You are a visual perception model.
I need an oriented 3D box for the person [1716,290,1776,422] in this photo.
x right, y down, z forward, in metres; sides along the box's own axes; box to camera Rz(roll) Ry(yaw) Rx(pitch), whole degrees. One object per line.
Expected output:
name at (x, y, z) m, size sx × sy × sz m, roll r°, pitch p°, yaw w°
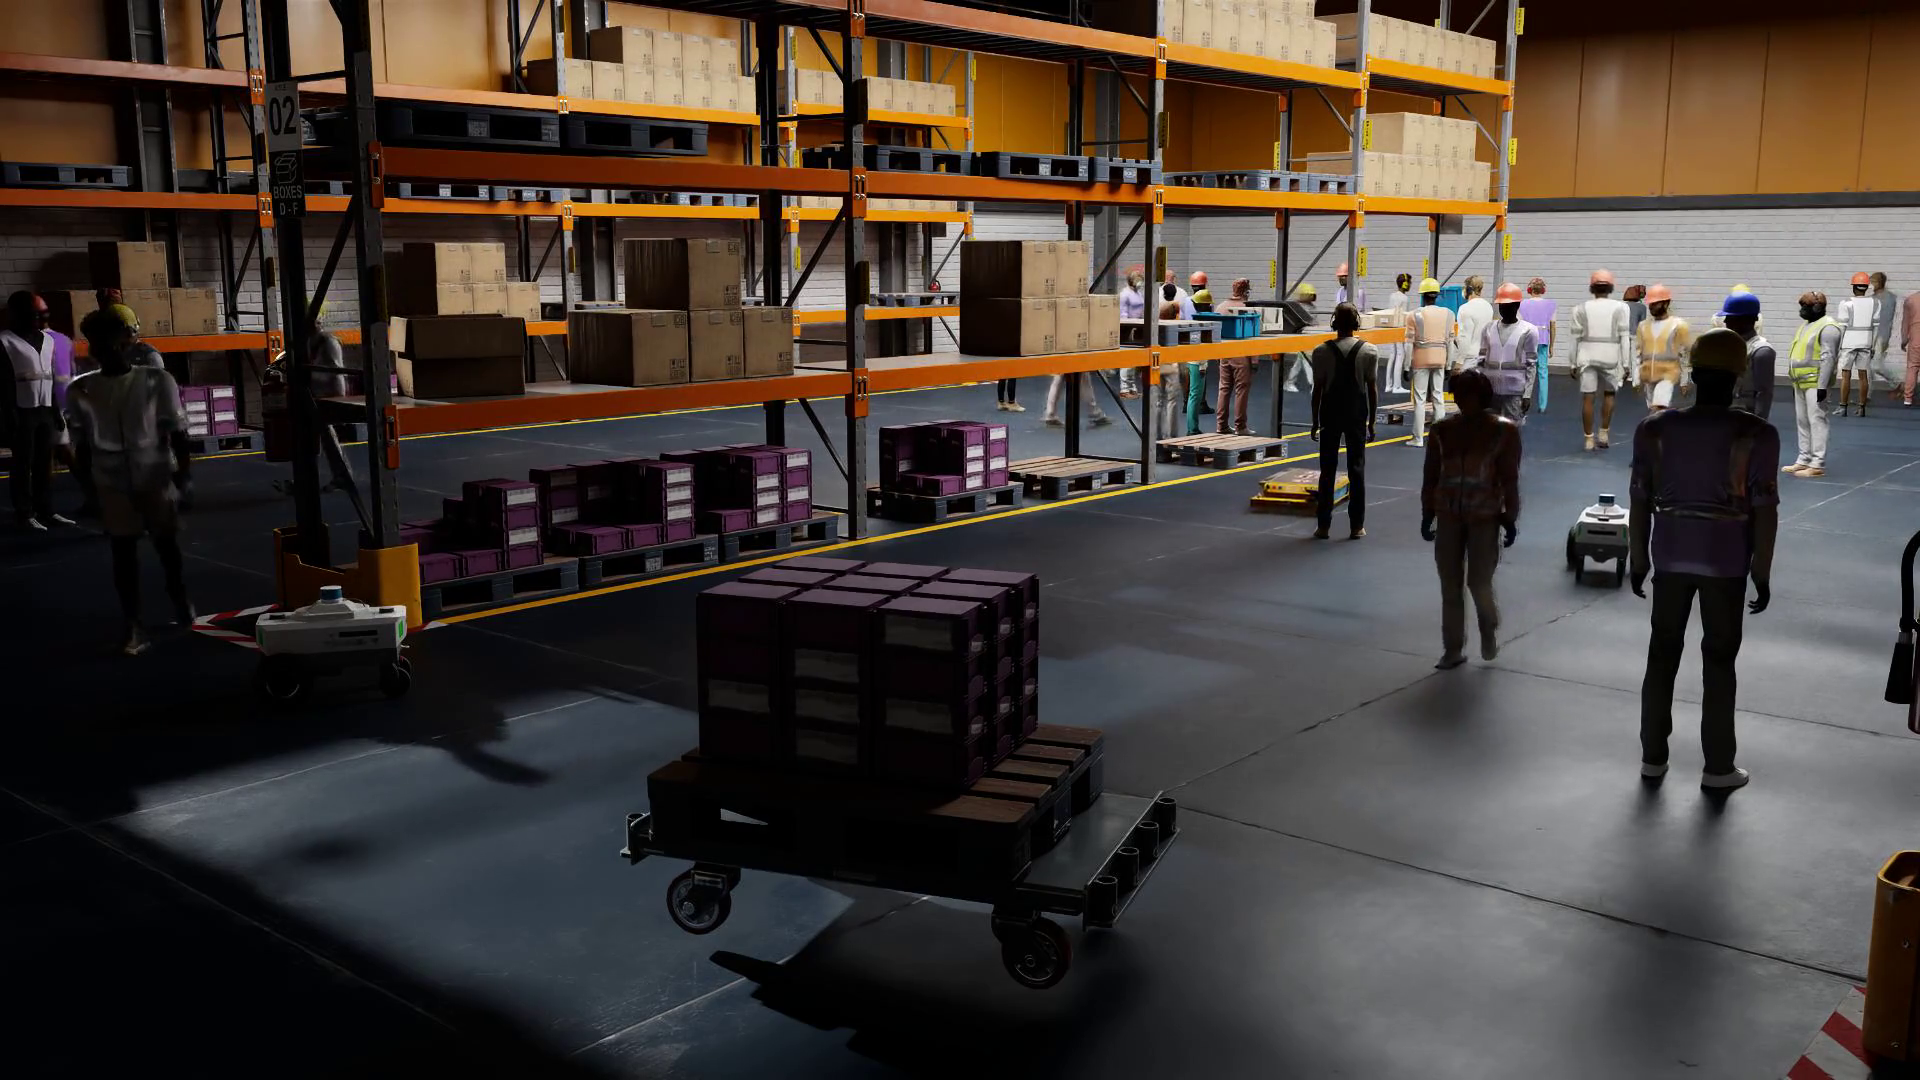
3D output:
person at (5.763, -0.866, 12.312) m, size 0.402 × 1.944 × 0.605 m, roll -1°, pitch 10°, yaw -3°

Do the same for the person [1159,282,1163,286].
person at (3.461, -3.587, 28.099) m, size 0.516 × 1.852 × 0.420 m, roll 9°, pitch 14°, yaw 43°

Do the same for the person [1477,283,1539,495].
person at (4.983, -1.375, 15.232) m, size 0.544 × 1.939 × 0.355 m, roll 7°, pitch 12°, yaw 35°

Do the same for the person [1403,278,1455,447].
person at (5.299, -2.004, 18.876) m, size 0.589 × 1.921 × 0.393 m, roll -2°, pitch 10°, yaw -10°

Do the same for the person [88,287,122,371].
person at (-8.040, -1.448, 15.793) m, size 0.572 × 1.886 × 0.355 m, roll 8°, pitch 13°, yaw 40°

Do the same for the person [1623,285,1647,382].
person at (11.428, -3.494, 28.147) m, size 0.310 × 1.638 × 0.523 m, roll 3°, pitch 10°, yaw 14°

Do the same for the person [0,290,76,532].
person at (-7.443, -1.028, 13.315) m, size 0.391 × 1.917 × 0.593 m, roll 2°, pitch 10°, yaw 10°

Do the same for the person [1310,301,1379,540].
person at (2.969, -0.918, 12.893) m, size 0.507 × 1.847 × 0.345 m, roll 2°, pitch 10°, yaw 10°

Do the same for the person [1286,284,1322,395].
person at (5.388, -3.132, 25.919) m, size 0.499 × 1.697 × 0.886 m, roll -7°, pitch 12°, yaw -35°

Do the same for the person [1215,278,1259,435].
person at (3.375, -2.215, 20.143) m, size 0.402 × 1.900 × 0.635 m, roll -10°, pitch 14°, yaw -44°

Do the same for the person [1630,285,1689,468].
person at (7.285, -1.701, 17.271) m, size 0.970 × 1.890 × 0.557 m, roll -8°, pitch 13°, yaw -38°

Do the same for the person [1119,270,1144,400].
person at (2.585, -3.072, 24.939) m, size 0.363 × 1.930 × 0.673 m, roll 7°, pitch 12°, yaw 34°

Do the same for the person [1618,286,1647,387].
person at (10.900, -3.308, 27.097) m, size 0.508 × 1.632 × 0.264 m, roll 1°, pitch 10°, yaw 6°

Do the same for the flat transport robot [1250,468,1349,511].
flat transport robot at (3.083, -0.459, 14.754) m, size 0.652 × 0.197 × 1.431 m, roll 5°, pitch 11°, yaw 24°

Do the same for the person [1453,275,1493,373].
person at (5.949, -2.102, 19.366) m, size 0.356 × 1.938 × 0.638 m, roll 9°, pitch 14°, yaw 43°

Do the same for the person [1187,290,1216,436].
person at (2.845, -2.067, 19.660) m, size 0.316 × 1.769 × 0.525 m, roll 0°, pitch 10°, yaw 2°

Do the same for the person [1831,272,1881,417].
person at (11.985, -2.611, 22.268) m, size 0.545 × 1.938 × 0.362 m, roll 1°, pitch 10°, yaw 3°

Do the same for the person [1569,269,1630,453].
person at (7.110, -1.989, 18.479) m, size 0.655 × 2.018 × 0.694 m, roll 5°, pitch 11°, yaw 26°

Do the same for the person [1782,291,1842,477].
person at (8.434, -1.537, 16.479) m, size 0.432 × 1.834 × 0.633 m, roll 0°, pitch 10°, yaw 3°

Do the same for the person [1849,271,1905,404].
person at (13.255, -2.902, 23.965) m, size 0.620 × 1.927 × 0.642 m, roll 0°, pitch 10°, yaw -2°

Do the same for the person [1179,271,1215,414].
person at (3.241, -2.681, 22.652) m, size 0.545 × 1.942 × 0.351 m, roll 8°, pitch 13°, yaw 39°

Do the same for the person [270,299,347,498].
person at (-5.940, -1.278, 15.079) m, size 0.621 × 1.789 × 0.888 m, roll 8°, pitch 13°, yaw 37°

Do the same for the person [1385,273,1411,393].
person at (6.857, -3.215, 25.933) m, size 0.345 × 1.863 × 0.508 m, roll -3°, pitch 10°, yaw -16°

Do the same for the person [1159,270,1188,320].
person at (3.377, -3.427, 27.046) m, size 0.647 × 1.897 × 0.399 m, roll -1°, pitch 10°, yaw -6°

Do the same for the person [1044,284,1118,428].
person at (1.505, -2.369, 20.820) m, size 0.978 × 1.946 × 0.626 m, roll -2°, pitch 10°, yaw -10°

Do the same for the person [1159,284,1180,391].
person at (3.318, -3.196, 26.302) m, size 0.316 × 1.695 × 0.578 m, roll 9°, pitch 14°, yaw 43°

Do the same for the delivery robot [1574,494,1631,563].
delivery robot at (4.456, -0.075, 11.493) m, size 0.477 × 0.478 × 0.707 m, roll 4°, pitch 11°, yaw 24°

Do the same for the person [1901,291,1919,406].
person at (13.786, -2.850, 23.718) m, size 0.648 × 1.907 × 0.401 m, roll 9°, pitch 13°, yaw 41°

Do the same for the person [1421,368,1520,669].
person at (2.706, -0.105, 8.886) m, size 0.532 × 1.624 × 0.366 m, roll 8°, pitch 13°, yaw 39°

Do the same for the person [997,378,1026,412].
person at (0.693, -2.607, 22.930) m, size 0.316 × 1.696 × 0.540 m, roll -6°, pitch 12°, yaw -32°

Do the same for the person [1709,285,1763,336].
person at (9.235, -2.114, 19.855) m, size 0.604 × 1.829 × 0.564 m, roll 5°, pitch 11°, yaw 27°

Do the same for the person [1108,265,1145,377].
person at (2.998, -3.801, 28.972) m, size 0.876 × 1.966 × 0.630 m, roll 5°, pitch 11°, yaw 26°

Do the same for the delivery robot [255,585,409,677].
delivery robot at (-3.152, 0.473, 8.376) m, size 0.707 × 0.478 × 0.477 m, roll -3°, pitch 11°, yaw -17°

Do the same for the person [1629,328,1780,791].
person at (3.095, 0.083, 6.955) m, size 0.585 × 1.928 × 0.368 m, roll 8°, pitch 13°, yaw 39°

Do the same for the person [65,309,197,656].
person at (-4.706, -0.355, 9.517) m, size 0.657 × 1.931 × 0.909 m, roll -3°, pitch 10°, yaw -16°

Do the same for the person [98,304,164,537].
person at (-6.501, -0.929, 13.019) m, size 0.588 × 1.823 × 0.403 m, roll 3°, pitch 10°, yaw 18°

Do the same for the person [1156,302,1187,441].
person at (2.410, -1.938, 19.290) m, size 0.521 × 1.637 × 0.309 m, roll 9°, pitch 14°, yaw 43°

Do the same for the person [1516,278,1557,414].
person at (7.834, -2.641, 22.692) m, size 0.563 × 1.847 × 0.393 m, roll 0°, pitch 10°, yaw 3°

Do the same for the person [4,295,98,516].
person at (-7.657, -1.133, 14.038) m, size 0.929 × 1.881 × 0.535 m, roll 0°, pitch 10°, yaw 1°

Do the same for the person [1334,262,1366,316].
person at (5.650, -3.036, 24.385) m, size 0.391 × 2.040 × 0.615 m, roll -5°, pitch 11°, yaw -26°
